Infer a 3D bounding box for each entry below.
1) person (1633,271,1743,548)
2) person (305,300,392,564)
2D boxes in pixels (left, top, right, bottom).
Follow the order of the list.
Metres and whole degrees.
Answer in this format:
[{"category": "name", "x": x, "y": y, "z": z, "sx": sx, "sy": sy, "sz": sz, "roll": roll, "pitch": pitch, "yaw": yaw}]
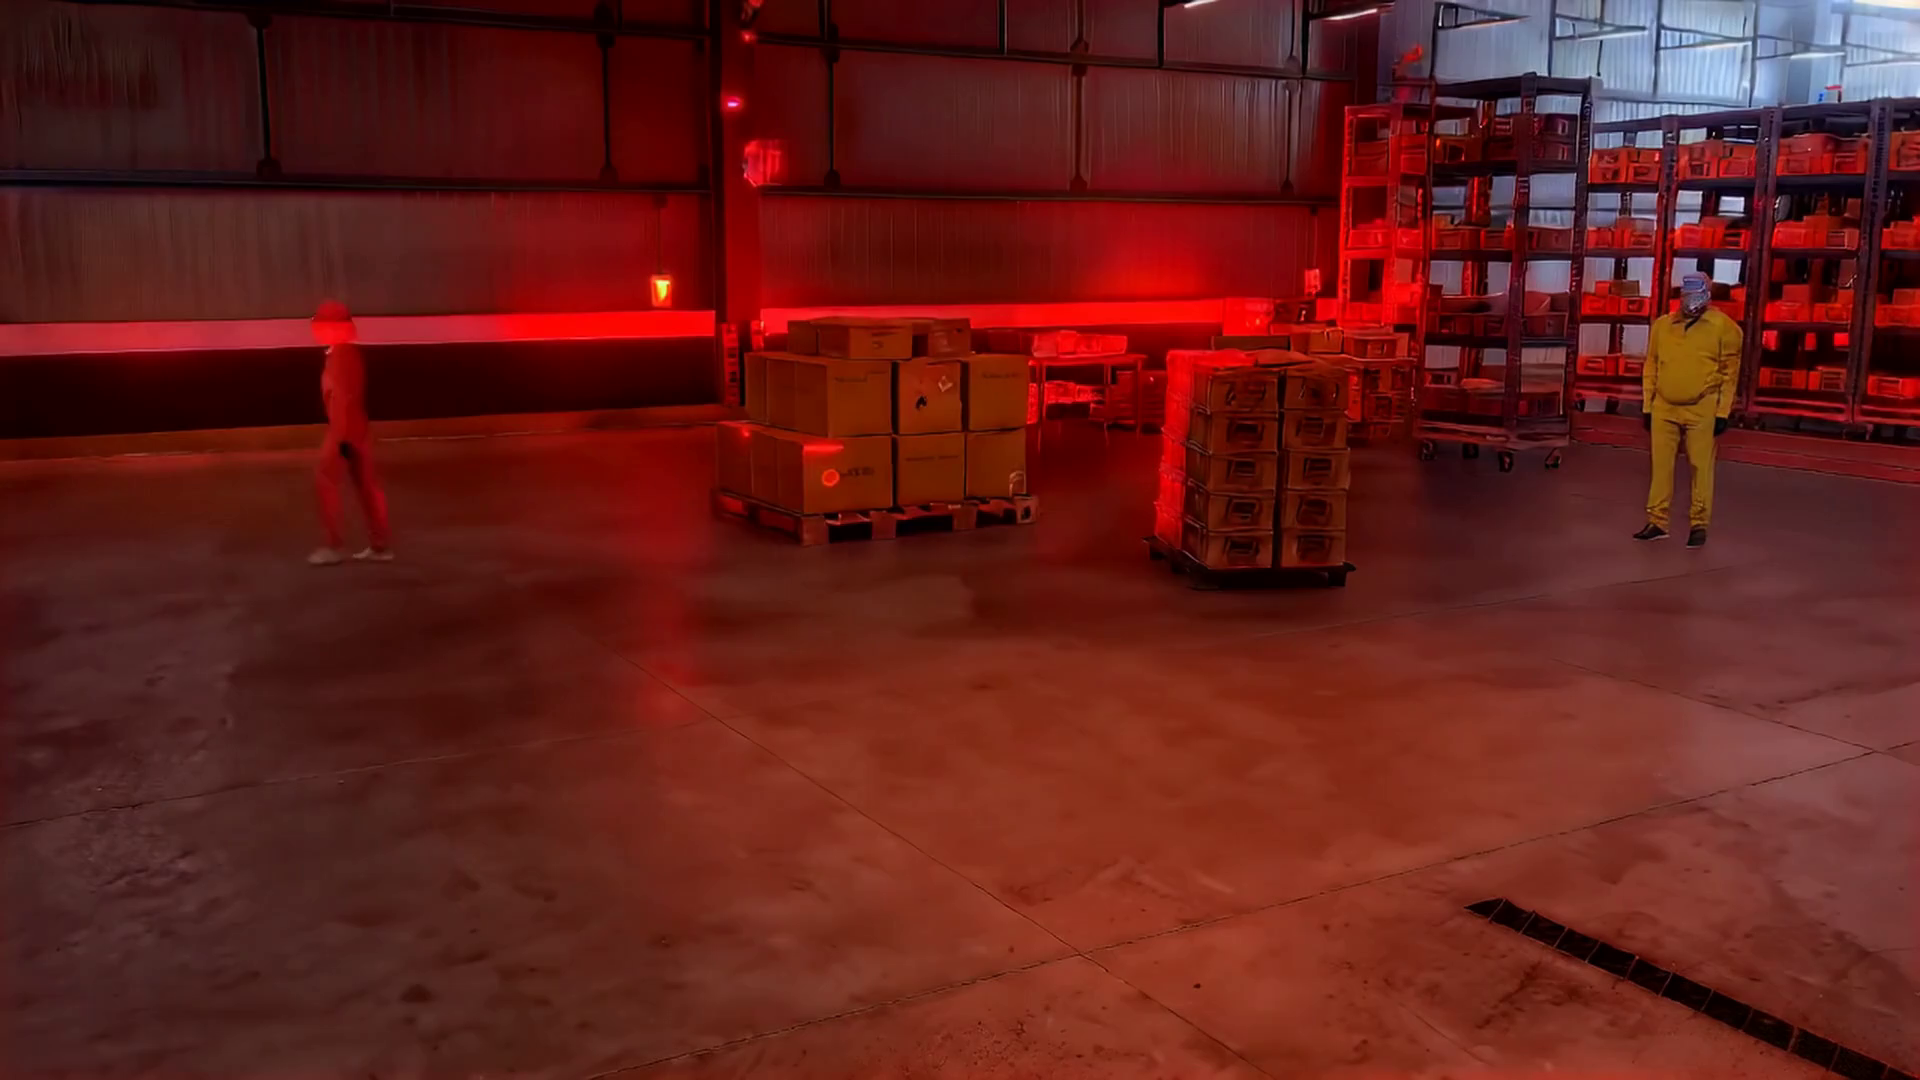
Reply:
[{"category": "person", "x": 5.042, "y": -0.907, "z": 11.565, "sx": 0.643, "sy": 1.909, "sz": 0.410, "roll": 10, "pitch": 14, "yaw": 43}, {"category": "person", "x": -4.079, "y": -0.697, "z": 10.910, "sx": 0.647, "sy": 1.725, "sz": 0.499, "roll": 0, "pitch": 10, "yaw": -1}]
